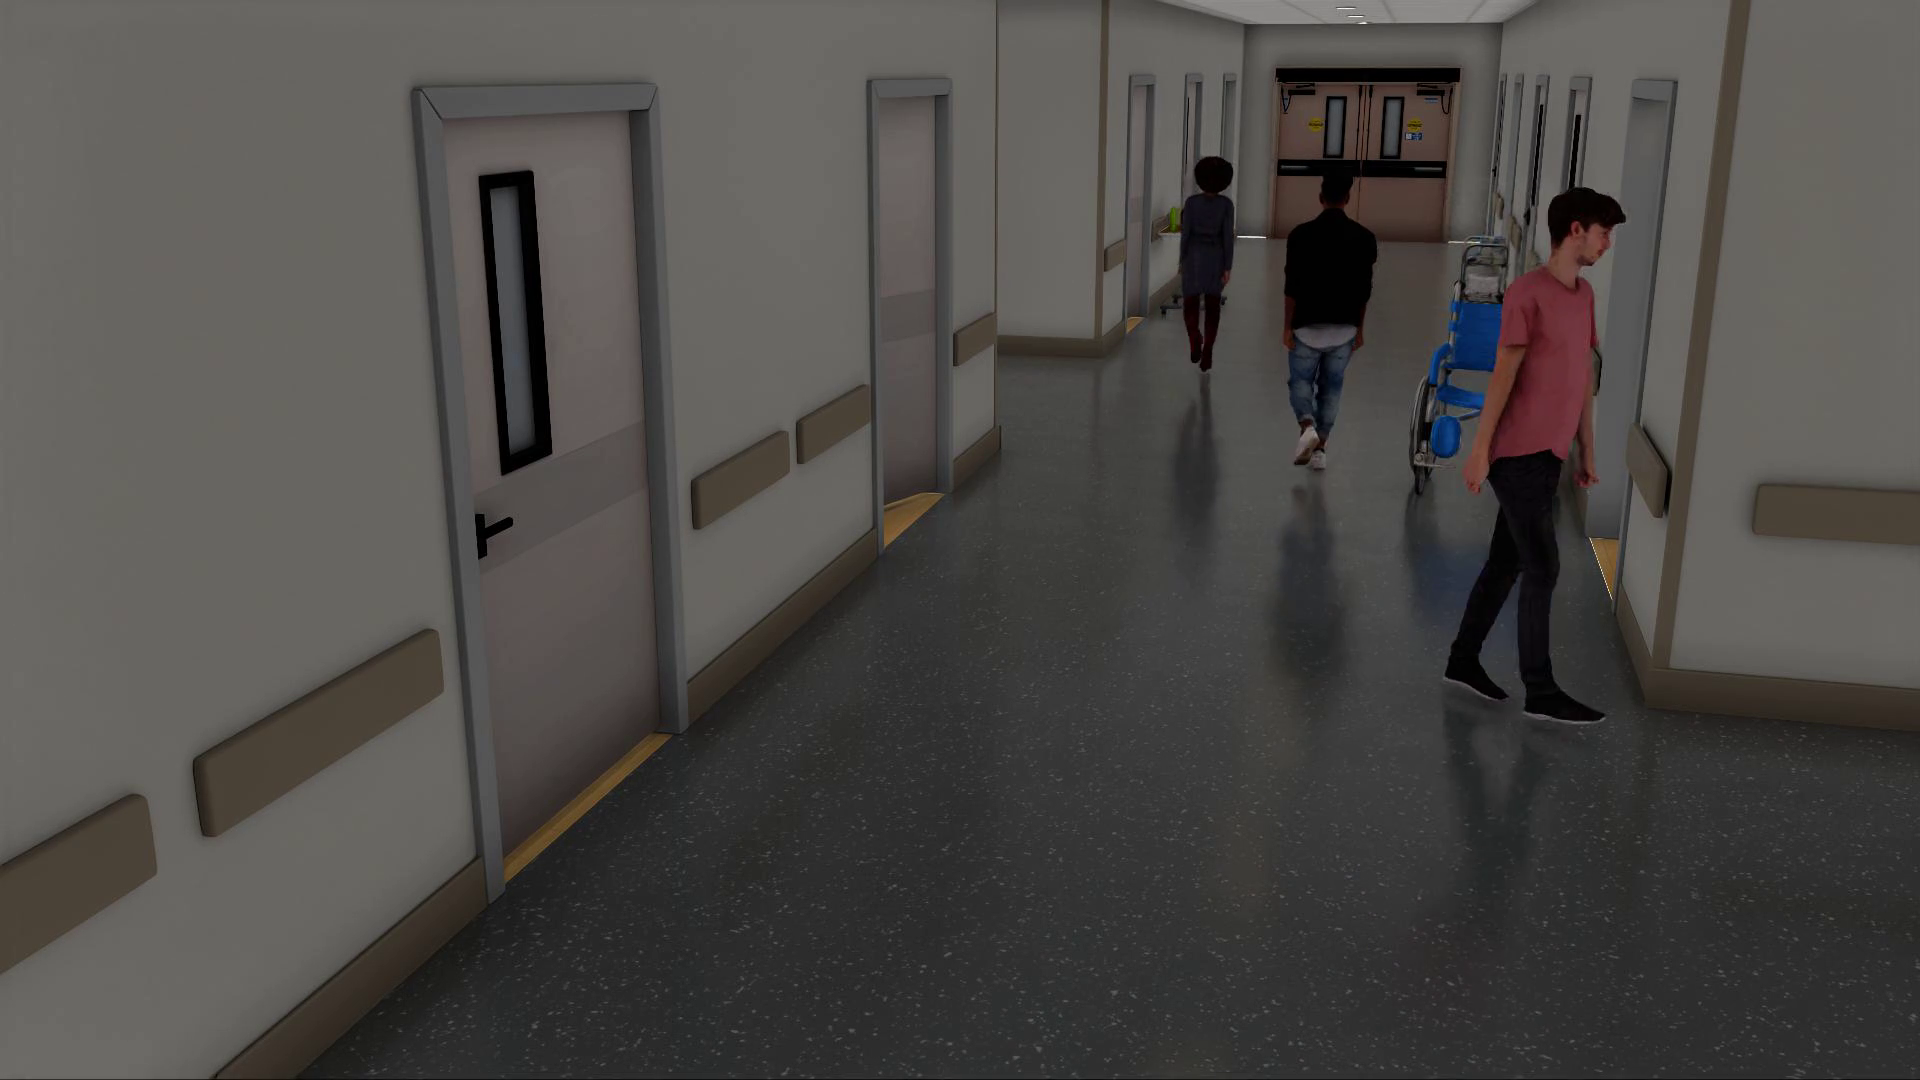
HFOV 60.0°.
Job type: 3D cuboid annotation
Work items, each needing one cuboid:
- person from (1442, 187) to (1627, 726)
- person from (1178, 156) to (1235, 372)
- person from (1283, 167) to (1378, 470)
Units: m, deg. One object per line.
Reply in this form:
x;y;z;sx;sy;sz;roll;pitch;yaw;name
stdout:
2.041;-0.320;6.221;1.031;1.924;1.046;-12;20;-36;person
1.915;-2.122;13.048;0.648;1.688;0.963;3;16;9;person
2.177;-1.272;9.839;0.771;1.792;0.882;1;16;4;person
